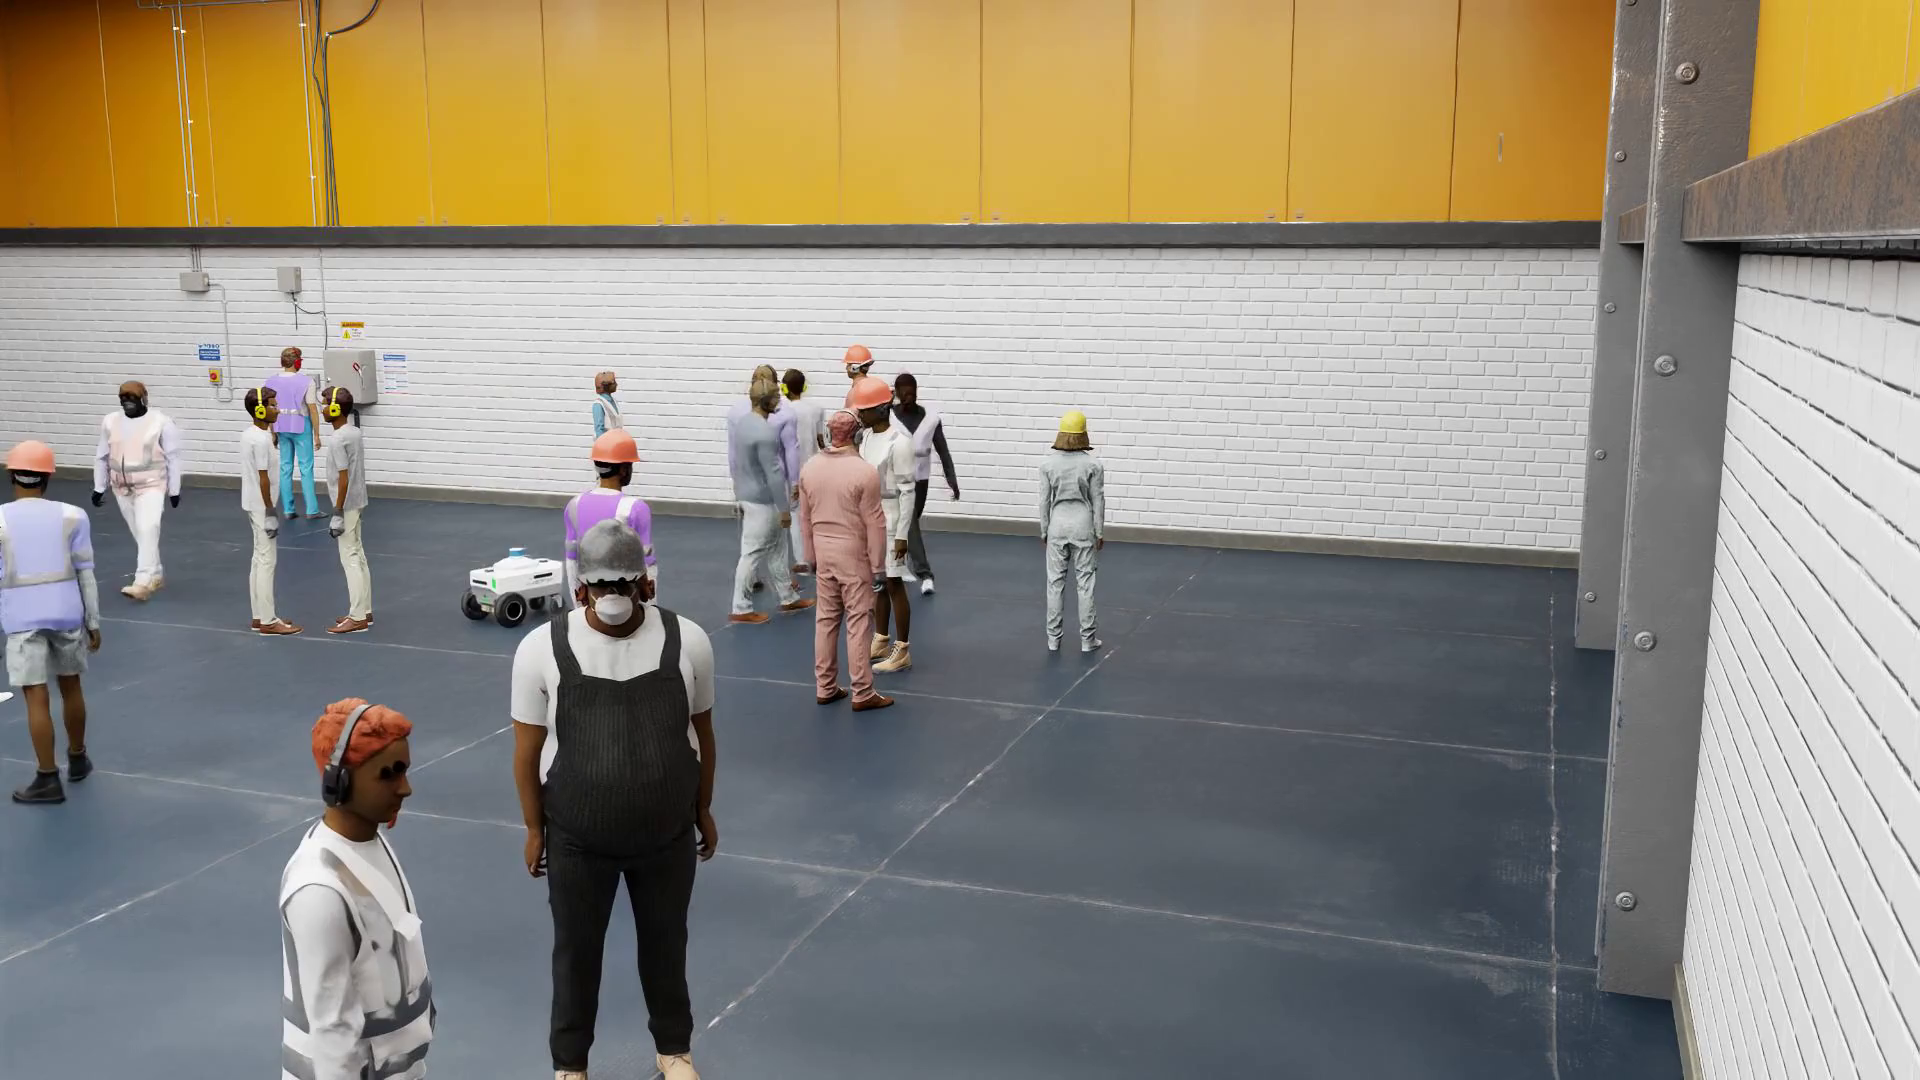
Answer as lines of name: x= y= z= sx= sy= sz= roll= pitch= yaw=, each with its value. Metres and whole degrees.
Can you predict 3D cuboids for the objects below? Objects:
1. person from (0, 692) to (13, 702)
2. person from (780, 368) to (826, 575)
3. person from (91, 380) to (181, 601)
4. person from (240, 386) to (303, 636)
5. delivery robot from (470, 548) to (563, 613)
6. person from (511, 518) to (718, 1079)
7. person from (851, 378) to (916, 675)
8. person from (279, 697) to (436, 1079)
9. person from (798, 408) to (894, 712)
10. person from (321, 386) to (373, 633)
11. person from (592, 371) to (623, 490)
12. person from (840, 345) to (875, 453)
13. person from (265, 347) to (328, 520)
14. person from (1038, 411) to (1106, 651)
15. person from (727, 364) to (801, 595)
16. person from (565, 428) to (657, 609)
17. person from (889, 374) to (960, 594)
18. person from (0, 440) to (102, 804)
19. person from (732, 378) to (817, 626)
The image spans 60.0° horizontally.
person: x=-6.388 y=0.108 z=10.527 sx=0.587 sy=1.930 sz=0.360 roll=4 pitch=11 yaw=19
person: x=-1.381 y=-0.580 z=14.637 sx=0.545 sy=1.845 sz=0.531 roll=-5 pitch=11 yaw=-27
person: x=-6.848 y=-0.400 z=13.732 sx=0.633 sy=1.808 sz=0.884 roll=1 pitch=10 yaw=7
person: x=-5.228 y=-0.220 z=12.537 sx=0.334 sy=1.873 sz=0.517 roll=-6 pitch=12 yaw=-31
delivery robot: x=-3.464 y=0.305 z=13.019 sx=0.477 sy=0.478 sz=0.707 roll=8 pitch=13 yaw=37
person: x=-1.133 y=0.927 z=5.598 sx=0.686 sy=2.000 sz=0.535 roll=-3 pitch=11 yaw=-19
person: x=-0.557 y=-0.094 z=11.375 sx=0.398 sy=2.030 sz=0.615 roll=-6 pitch=12 yaw=-32
person: x=-1.406 y=1.298 z=3.945 sx=0.355 sy=1.886 sz=0.572 roll=-2 pitch=10 yaw=-12
person: x=-0.699 y=0.124 z=10.491 sx=0.649 sy=1.912 sz=0.409 roll=7 pitch=13 yaw=36
person: x=-4.663 y=-0.228 z=12.593 sx=0.328 sy=1.870 sz=0.514 roll=-1 pitch=10 yaw=-7
person: x=-3.617 y=-0.915 z=17.086 sx=0.305 sy=1.645 sz=0.522 roll=1 pitch=10 yaw=6
person: x=-0.936 y=-0.838 z=15.668 sx=0.377 sy=1.995 sz=0.608 roll=3 pitch=10 yaw=16
person: x=-7.084 y=-1.122 z=17.686 sx=0.565 sy=1.847 sz=0.396 roll=2 pitch=10 yaw=9
person: x=0.810 y=-0.062 z=12.009 sx=0.485 sy=1.744 sz=0.294 roll=2 pitch=10 yaw=14
person: x=-1.631 y=-0.502 z=13.937 sx=0.635 sy=1.937 sz=0.355 roll=3 pitch=11 yaw=17
person: x=-1.870 y=0.357 z=9.101 sx=0.551 sy=1.934 sz=0.373 roll=5 pitch=11 yaw=25
person: x=-0.387 y=-0.493 z=14.134 sx=0.715 sy=1.849 sz=1.019 roll=-4 pitch=11 yaw=-23
person: x=-4.889 y=0.432 z=8.857 sx=0.552 sy=1.895 sz=0.664 roll=-8 pitch=13 yaw=-39
person: x=-1.413 y=-0.295 z=12.854 sx=0.859 sy=1.904 sz=0.647 roll=-4 pitch=11 yaw=-21
